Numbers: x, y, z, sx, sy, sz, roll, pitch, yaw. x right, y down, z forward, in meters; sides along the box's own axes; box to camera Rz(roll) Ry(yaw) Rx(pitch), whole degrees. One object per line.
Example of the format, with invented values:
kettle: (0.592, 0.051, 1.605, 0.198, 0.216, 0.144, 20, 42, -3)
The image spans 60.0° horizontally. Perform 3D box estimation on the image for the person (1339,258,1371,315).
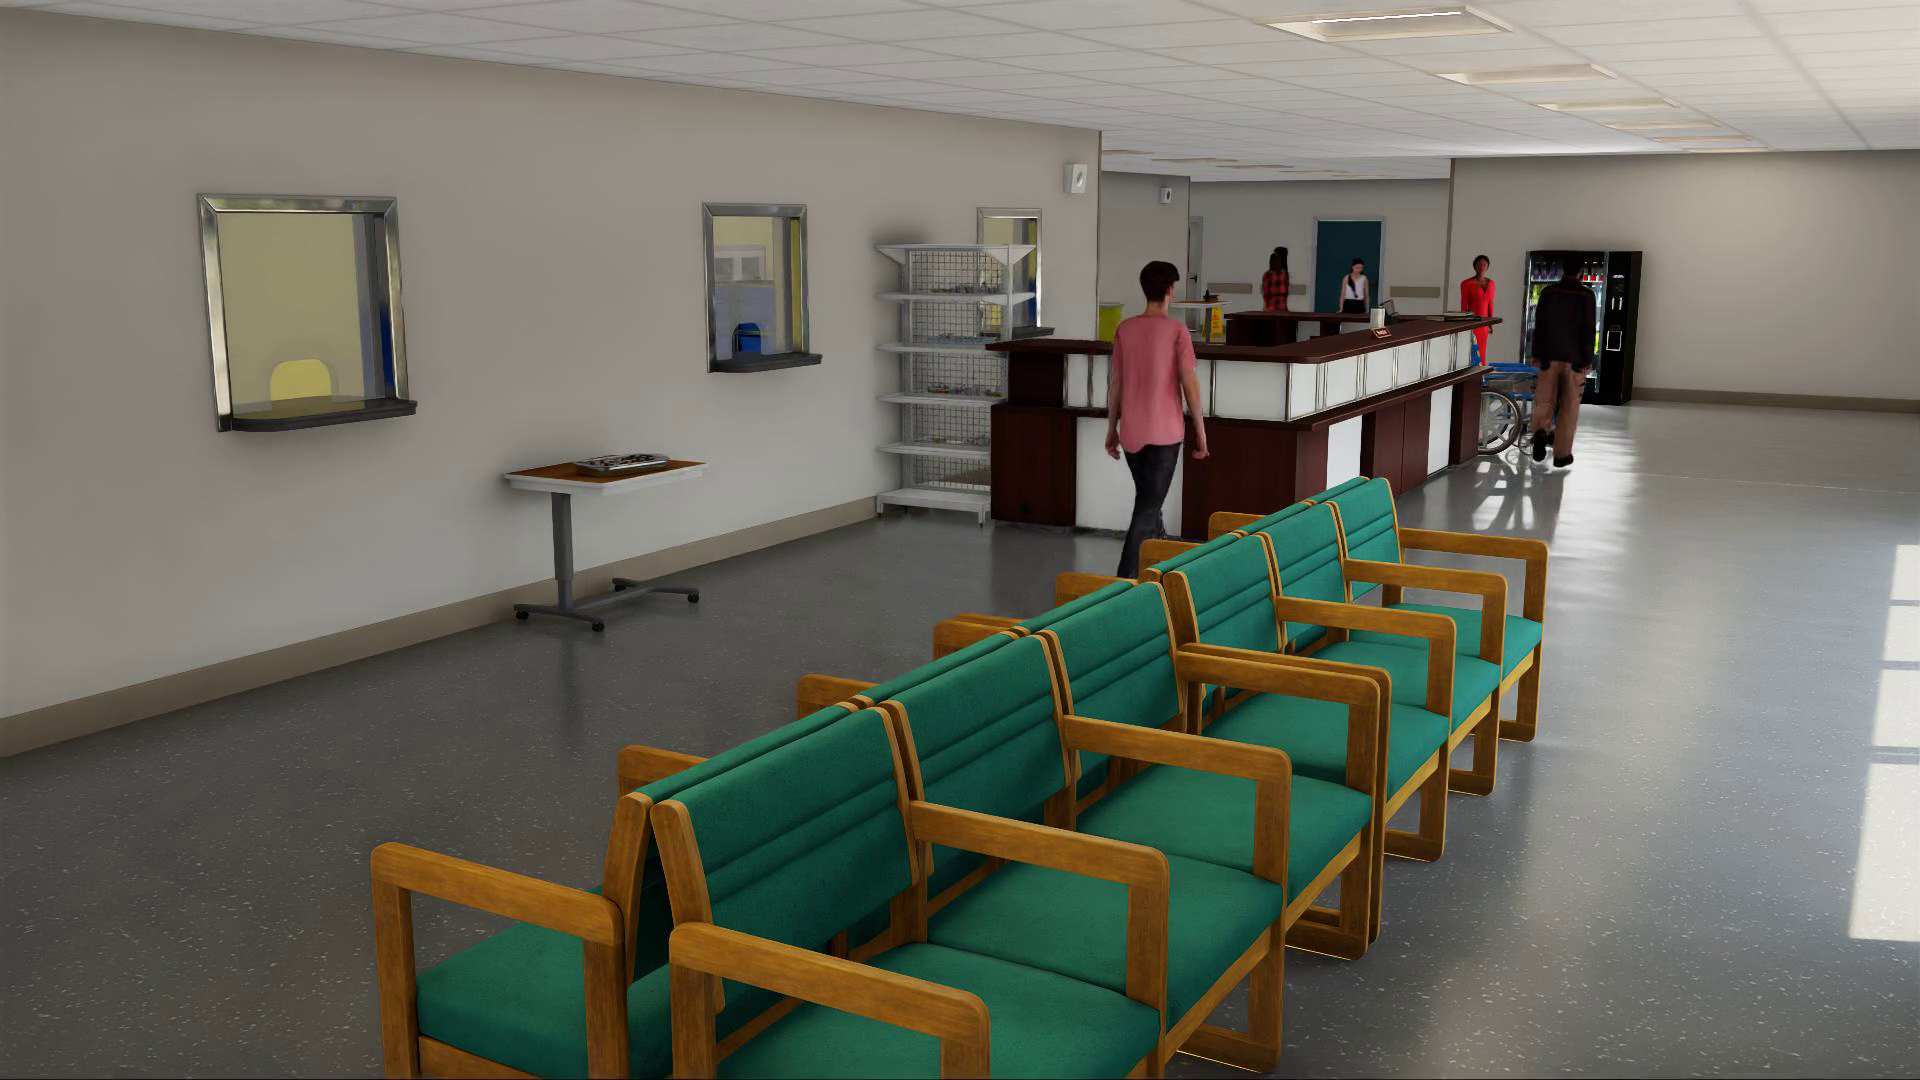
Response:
person: (6.152, -3.560, 26.025, 1.152, 1.587, 0.991, 1, 11, 4)

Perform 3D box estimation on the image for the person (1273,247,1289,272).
person: (6.185, -4.761, 32.011, 0.727, 1.714, 0.610, 6, 12, 30)

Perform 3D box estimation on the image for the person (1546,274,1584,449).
person: (5.789, -1.748, 16.085, 0.878, 1.700, 0.939, -2, 11, -11)

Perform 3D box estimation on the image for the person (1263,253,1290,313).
person: (5.158, -3.797, 27.033, 1.074, 1.676, 0.996, 0, 11, 0)

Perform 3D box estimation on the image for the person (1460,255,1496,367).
person: (6.312, -2.593, 20.392, 0.740, 1.786, 0.801, -3, 11, -14)

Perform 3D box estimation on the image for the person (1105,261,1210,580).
person: (1.000, -0.529, 9.172, 1.141, 1.913, 0.814, 8, 13, 35)

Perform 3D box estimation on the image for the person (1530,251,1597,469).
person: (5.284, -1.573, 14.676, 0.892, 1.912, 0.789, 7, 13, 32)
